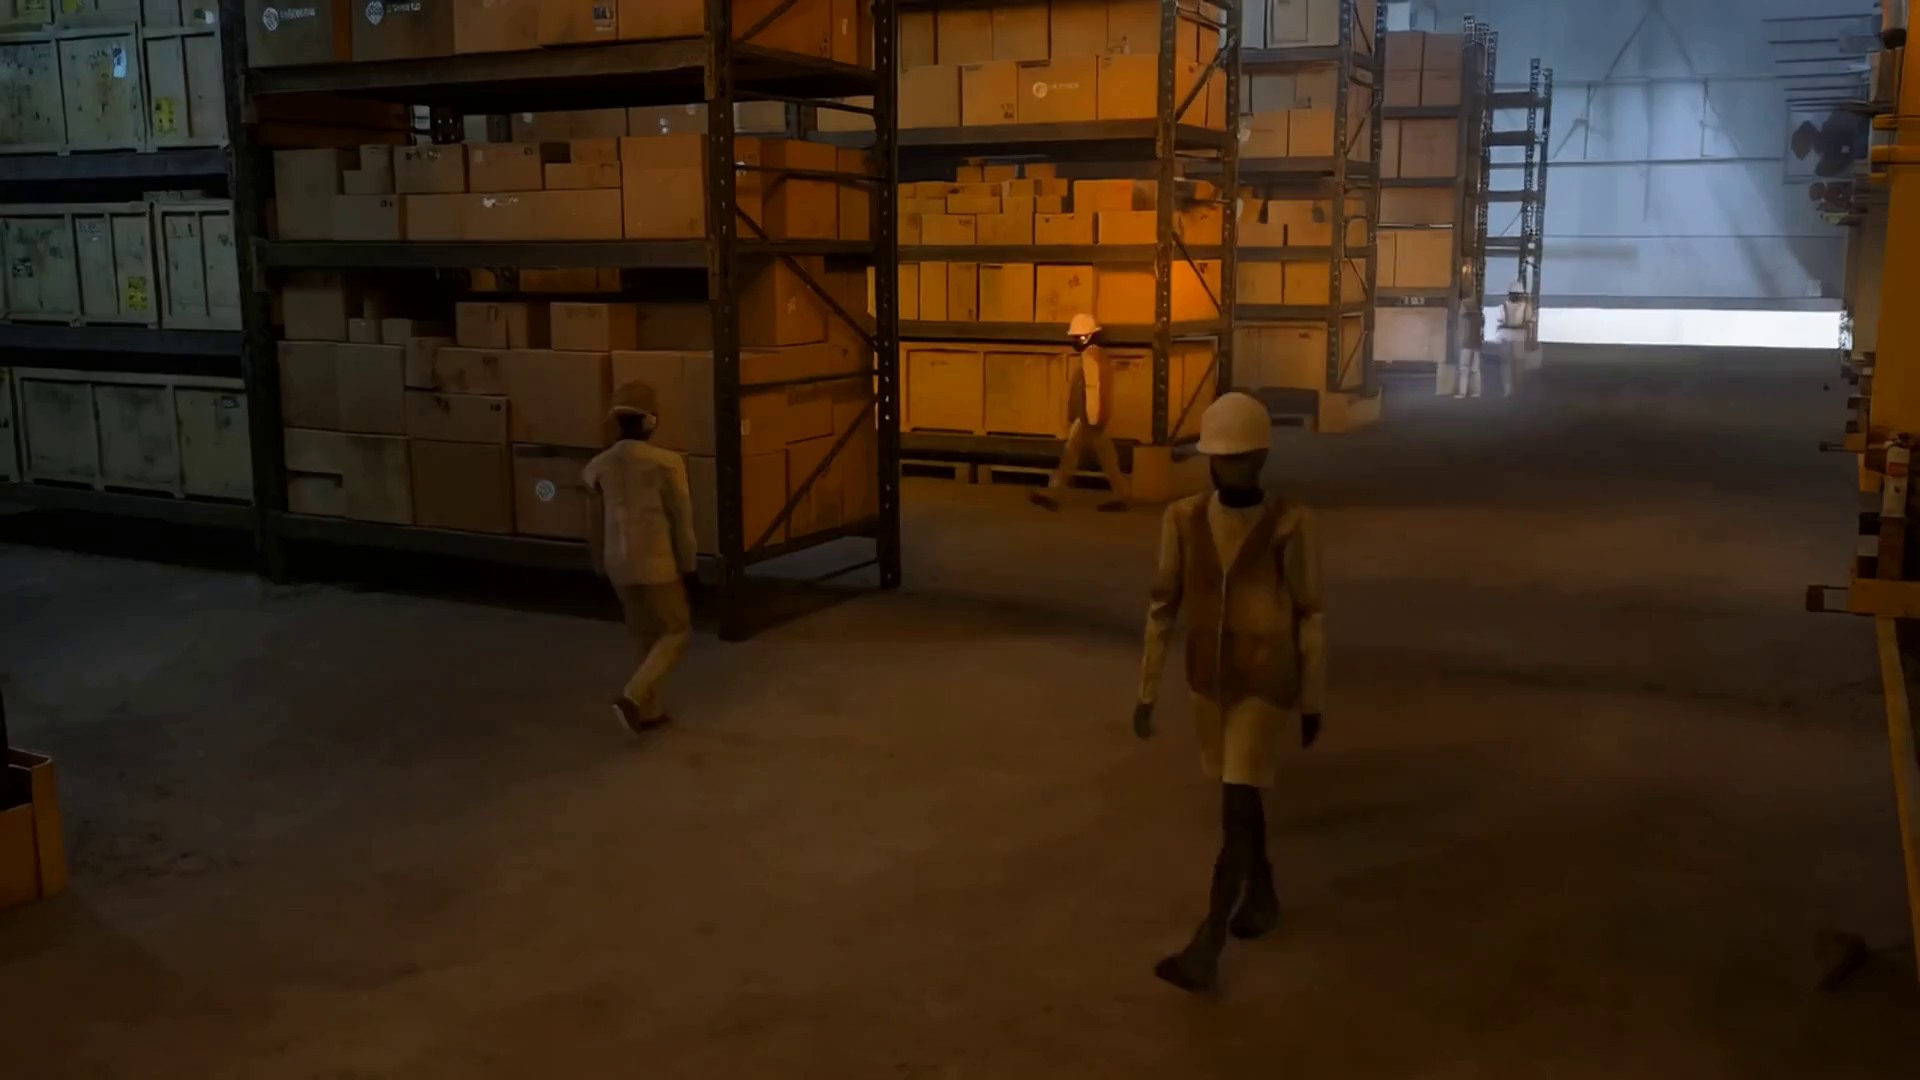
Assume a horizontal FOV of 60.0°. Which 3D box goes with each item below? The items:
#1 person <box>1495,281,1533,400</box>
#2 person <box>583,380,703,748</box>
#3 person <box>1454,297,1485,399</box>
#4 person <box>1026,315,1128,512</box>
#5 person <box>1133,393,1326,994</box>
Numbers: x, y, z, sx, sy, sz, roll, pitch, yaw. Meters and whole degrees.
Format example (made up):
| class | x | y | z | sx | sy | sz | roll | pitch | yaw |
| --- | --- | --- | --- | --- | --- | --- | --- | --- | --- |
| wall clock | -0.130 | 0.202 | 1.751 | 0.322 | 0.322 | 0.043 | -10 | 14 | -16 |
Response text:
| class | x | y | z | sx | sy | sz | roll | pitch | yaw |
| --- | --- | --- | --- | --- | --- | --- | --- | --- | --- |
| person | 8.858 | -3.195 | 26.653 | 0.566 | 1.879 | 1.010 | 2 | 10 | 13 |
| person | -1.511 | 0.115 | 7.874 | 0.600 | 1.735 | 0.614 | 5 | 11 | 27 |
| person | 8.134 | -3.058 | 26.550 | 0.515 | 1.636 | 0.315 | -3 | 10 | -15 |
| person | 1.094 | -1.132 | 14.984 | 0.959 | 1.772 | 0.584 | 3 | 10 | 16 |
| person | 0.850 | 0.474 | 5.375 | 0.563 | 1.879 | 1.008 | 7 | 12 | 34 |
